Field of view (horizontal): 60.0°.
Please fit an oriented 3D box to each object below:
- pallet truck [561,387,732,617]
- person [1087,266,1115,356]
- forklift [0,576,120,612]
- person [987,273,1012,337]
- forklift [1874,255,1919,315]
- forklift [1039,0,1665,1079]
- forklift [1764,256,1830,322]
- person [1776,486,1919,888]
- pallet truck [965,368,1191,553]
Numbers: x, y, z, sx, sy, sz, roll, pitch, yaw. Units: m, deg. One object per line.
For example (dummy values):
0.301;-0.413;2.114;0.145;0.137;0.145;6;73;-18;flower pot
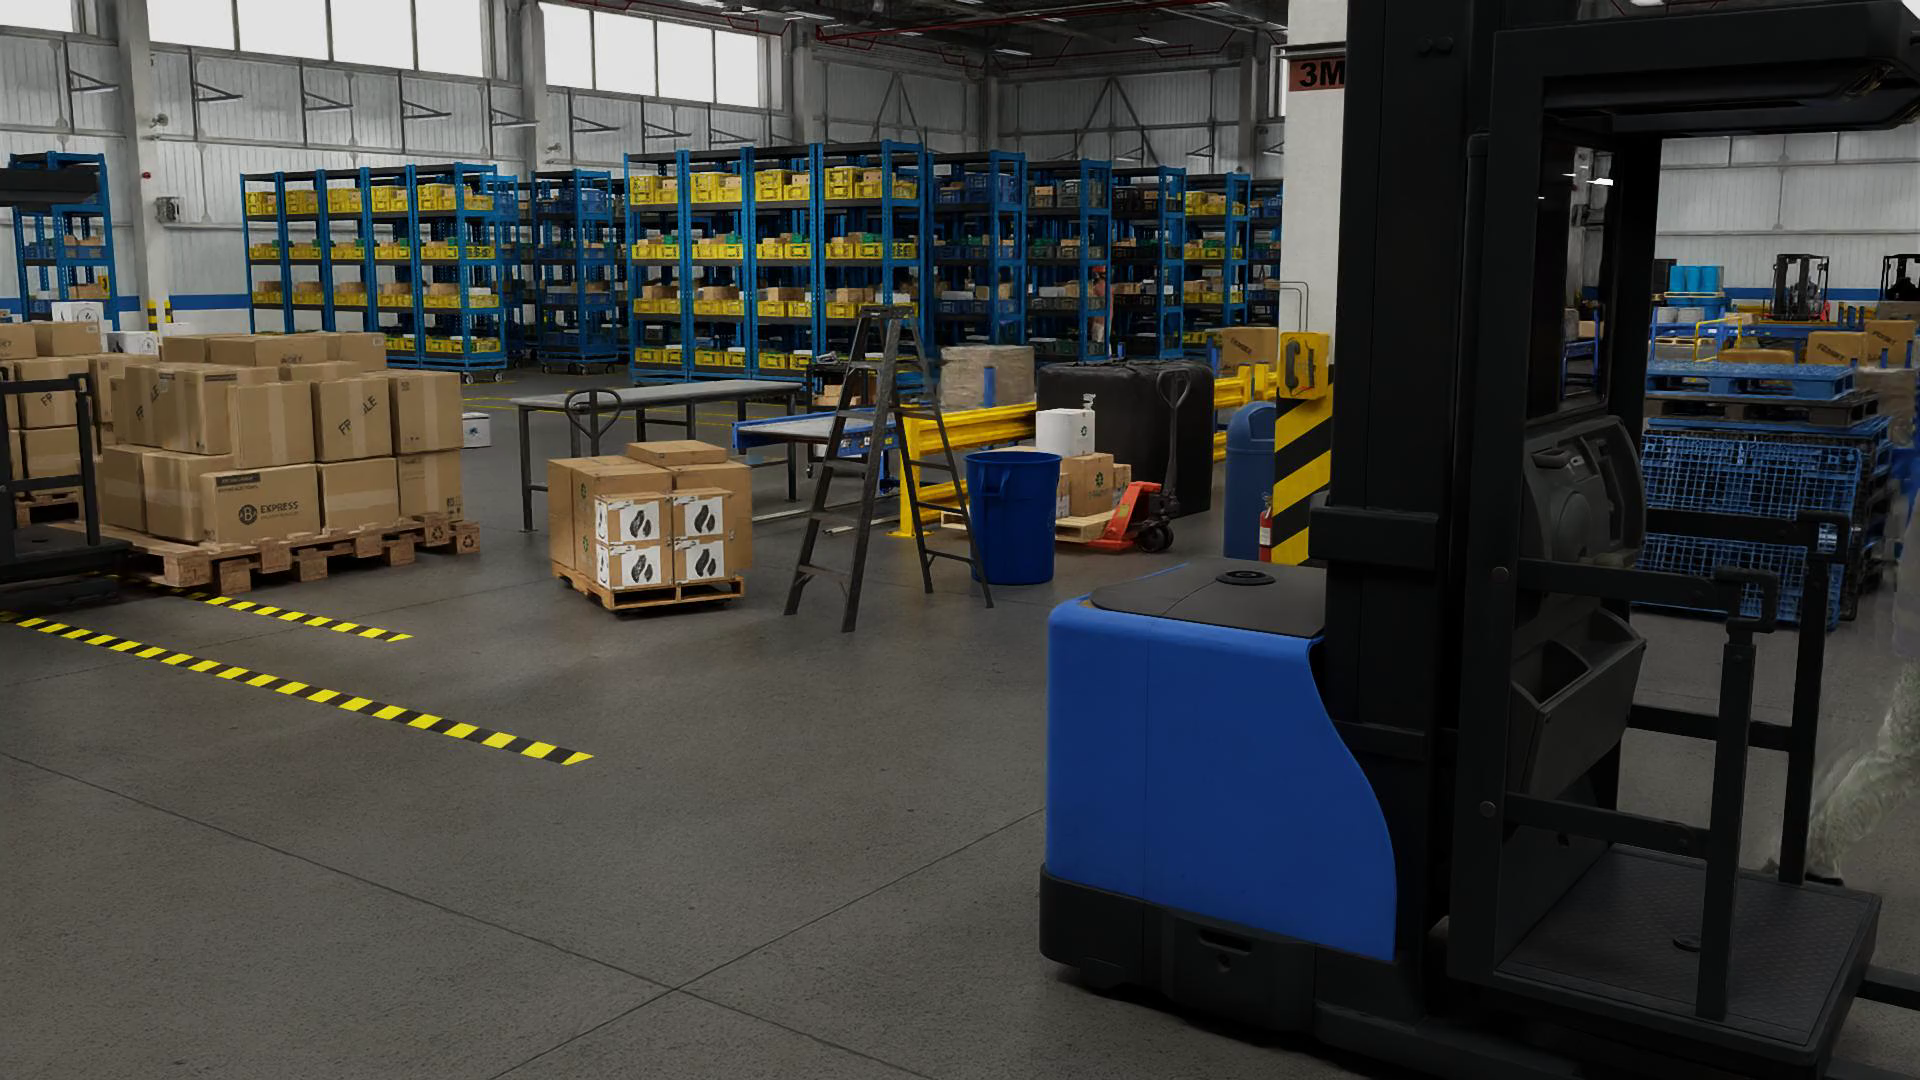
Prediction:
-1.981;-0.274;10.088;0.680;1.201;1.601;-5;11;-28;pallet truck
2.355;-3.658;27.963;0.377;1.995;0.608;8;12;39;person
-5.952;-0.941;9.149;1.129;2.768;1.873;7;12;35;forklift
0.598;-3.827;29.519;0.832;1.812;0.570;7;12;34;person
22.089;-5.634;38.796;1.157;1.987;2.680;6;11;33;forklift
1.249;-0.137;4.360;1.873;2.768;1.129;7;12;35;forklift
20.253;-5.854;40.139;1.157;1.987;2.680;7;12;35;forklift
2.977;0.311;4.964;0.940;1.787;0.615;6;11;33;person
0.845;-0.609;11.869;1.630;1.274;0.653;7;12;35;pallet truck
